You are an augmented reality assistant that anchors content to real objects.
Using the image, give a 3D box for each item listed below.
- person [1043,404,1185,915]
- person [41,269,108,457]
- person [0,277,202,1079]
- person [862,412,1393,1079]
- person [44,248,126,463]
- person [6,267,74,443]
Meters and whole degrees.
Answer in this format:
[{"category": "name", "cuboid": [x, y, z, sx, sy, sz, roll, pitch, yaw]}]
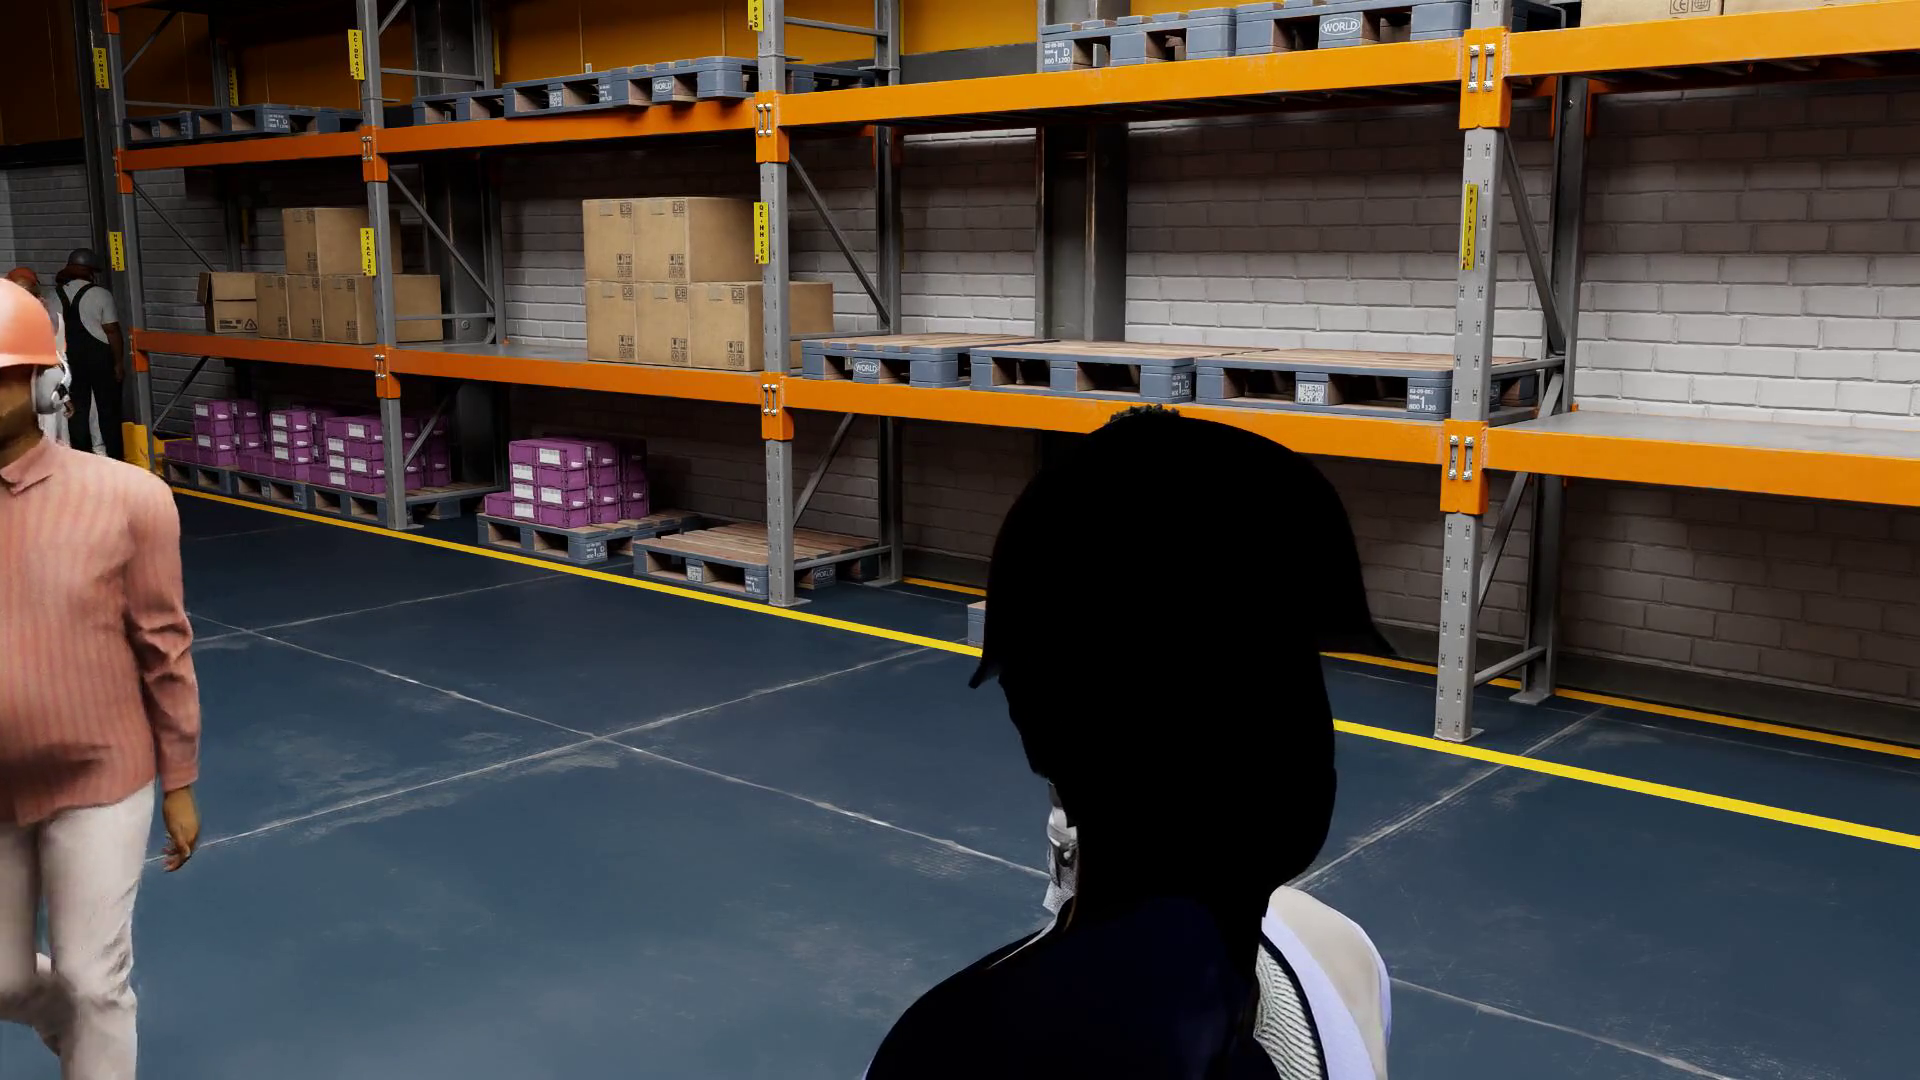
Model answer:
[{"category": "person", "cuboid": [0.394, 0.549, 3.636, 0.537, 1.696, 0.318, -6, 12, -32]}, {"category": "person", "cuboid": [-8.028, -1.542, 15.141, 0.624, 1.841, 0.430, -4, 11, -21]}, {"category": "person", "cuboid": [-1.848, 0.453, 3.378, 0.617, 1.978, 0.754, -2, 10, -12]}, {"category": "person", "cuboid": [0.134, 0.871, 1.103, 0.347, 1.943, 0.545, 8, 13, 39]}, {"category": "person", "cuboid": [-7.894, -1.645, 15.149, 0.679, 2.000, 0.537, 1, 10, 6]}, {"category": "person", "cuboid": [-6.829, -1.052, 12.221, 0.362, 1.883, 0.575, 9, 13, 41]}]
